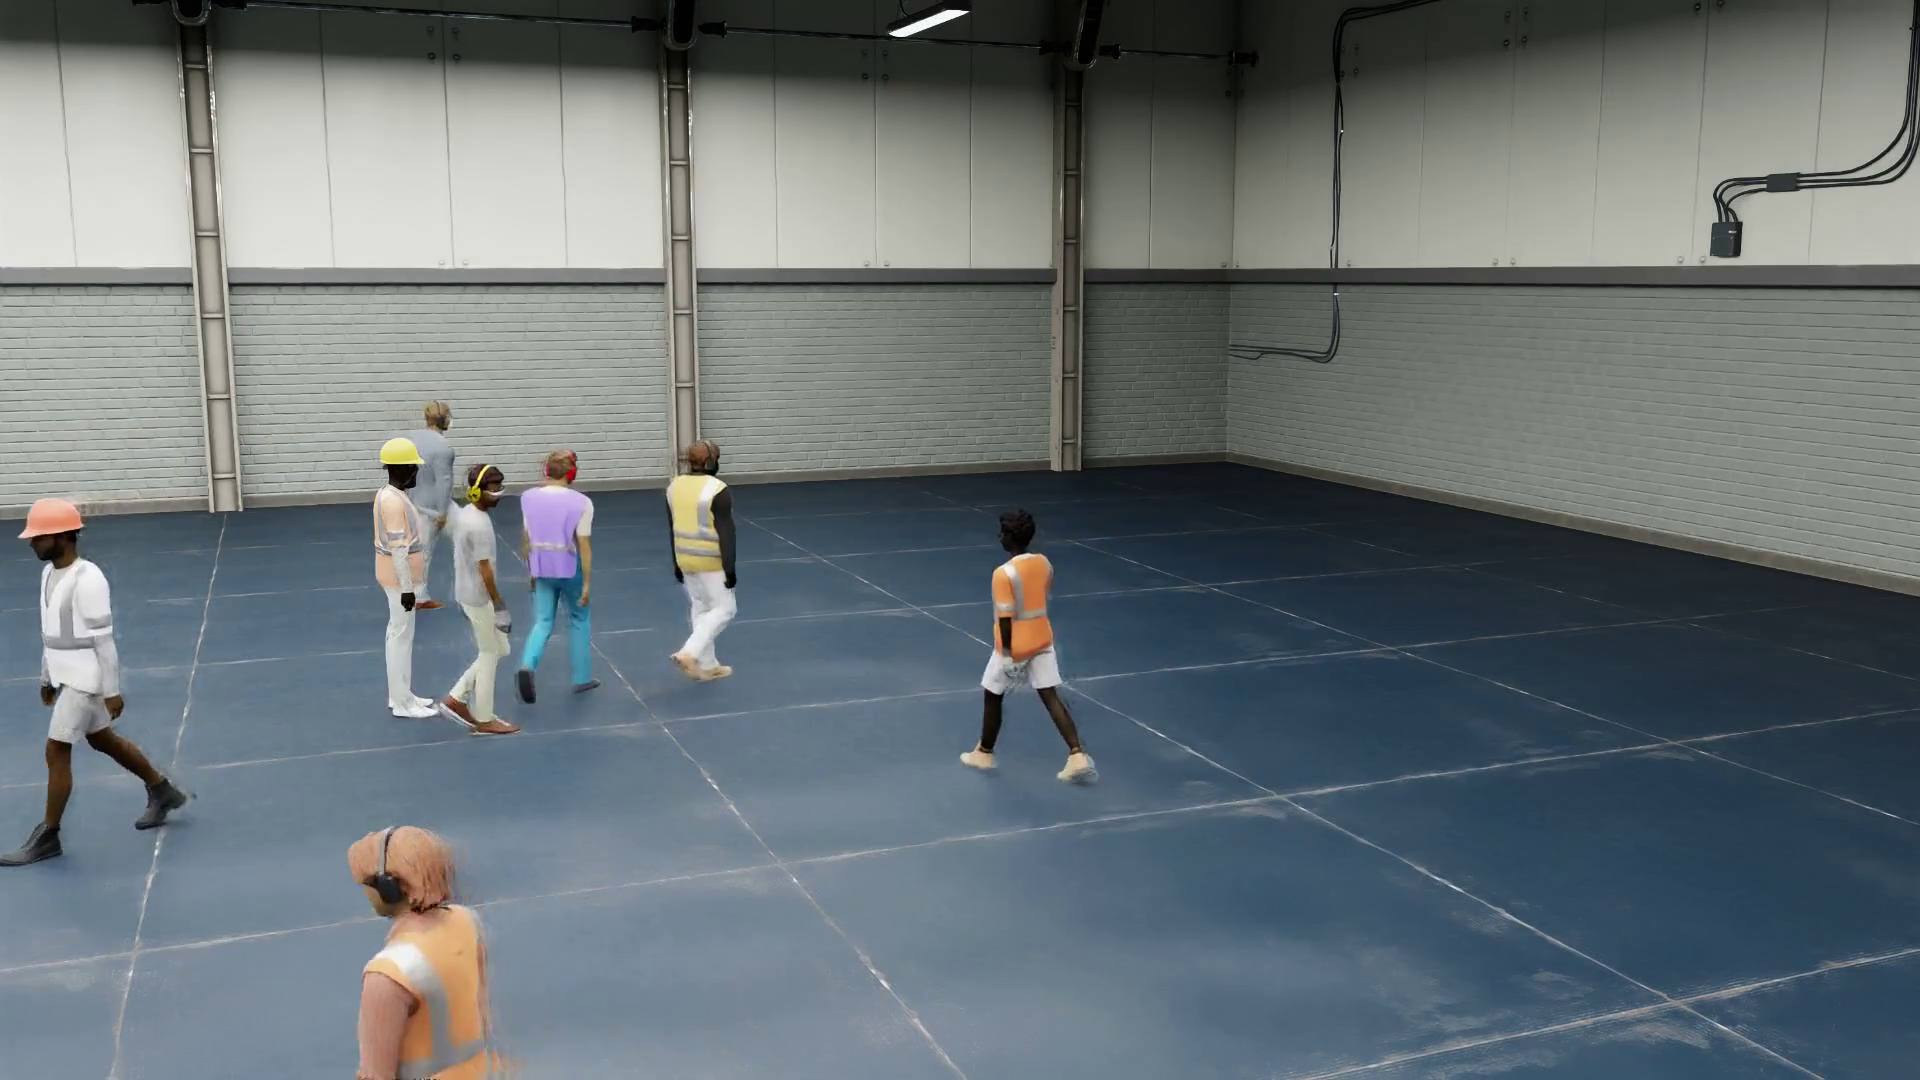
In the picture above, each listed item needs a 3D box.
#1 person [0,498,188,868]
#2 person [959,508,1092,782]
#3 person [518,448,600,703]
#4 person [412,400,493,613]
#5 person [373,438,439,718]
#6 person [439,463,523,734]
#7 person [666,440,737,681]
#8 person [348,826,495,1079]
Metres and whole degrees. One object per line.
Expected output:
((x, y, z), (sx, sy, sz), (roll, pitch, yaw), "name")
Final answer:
((-4.615, 0.702, 8.816), (0.567, 1.897, 0.978), (8, 12, 41), "person")
((0.406, 0.628, 9.980), (0.893, 1.657, 0.525), (9, 12, 43), "person")
((-2.877, 0.254, 11.836), (0.575, 1.812, 0.802), (2, 9, 12), "person")
((-4.644, -0.308, 15.072), (0.638, 1.908, 0.840), (8, 12, 41), "person")
((-3.832, 0.258, 11.452), (0.363, 1.928, 0.587), (-4, 10, -22), "person")
((-3.122, 0.400, 10.862), (0.458, 1.837, 0.568), (-2, 9, -13), "person")
((-1.922, 0.174, 12.292), (0.643, 1.825, 0.545), (7, 12, 39), "person")
((-1.378, 1.539, 4.381), (0.400, 1.622, 0.494), (1, 9, 3), "person")
